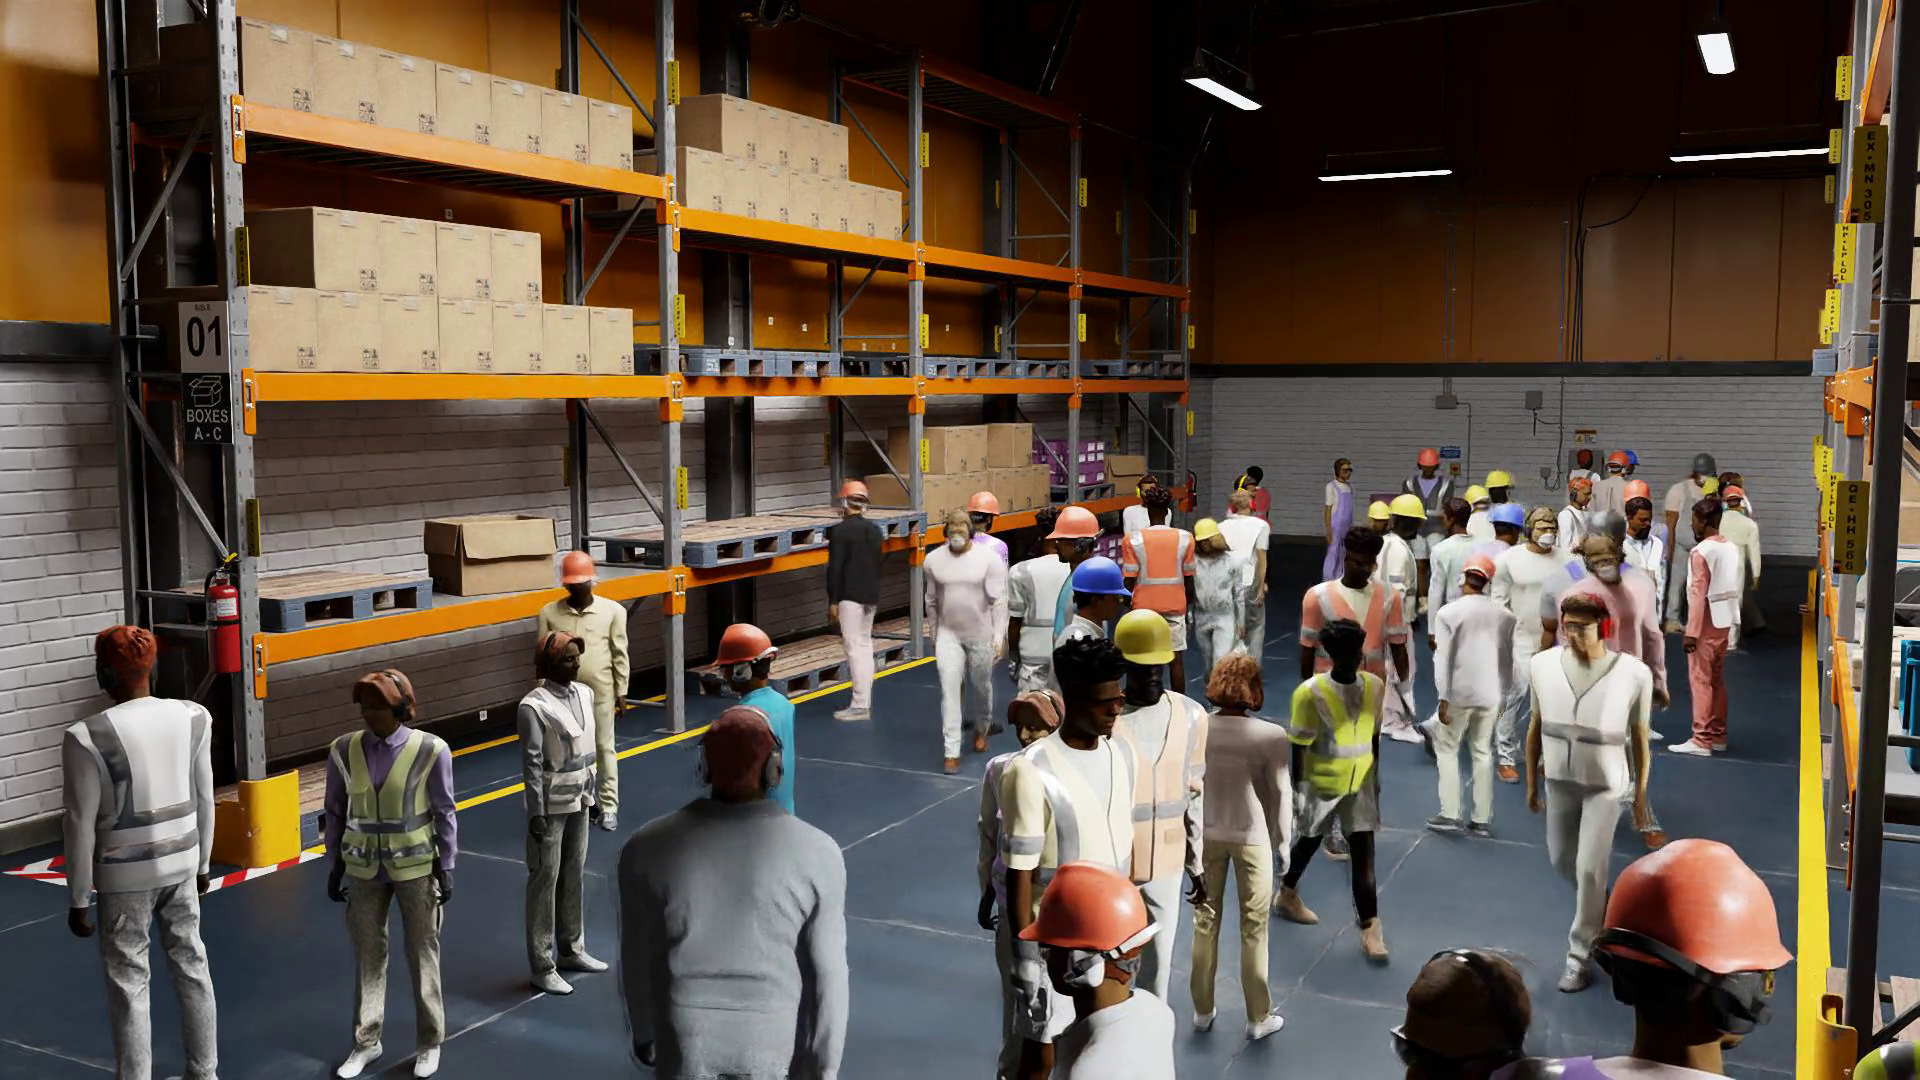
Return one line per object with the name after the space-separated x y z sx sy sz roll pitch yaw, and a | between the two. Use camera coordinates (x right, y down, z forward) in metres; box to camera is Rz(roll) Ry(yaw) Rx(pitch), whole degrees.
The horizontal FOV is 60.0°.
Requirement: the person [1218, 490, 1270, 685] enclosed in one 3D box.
2.554 0.452 15.150 0.606 1.787 0.618 4 7 37 | person

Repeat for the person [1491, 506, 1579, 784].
3.965 0.729 11.468 0.635 1.932 0.363 0 5 2 | person

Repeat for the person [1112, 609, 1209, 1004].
0.675 1.210 6.257 0.590 1.926 0.388 -2 6 -19 | person

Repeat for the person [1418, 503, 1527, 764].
3.767 0.687 11.999 0.783 1.913 0.624 -2 6 -16 | person

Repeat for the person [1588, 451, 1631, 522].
7.679 -0.048 19.505 0.616 1.986 0.407 5 7 43 | person

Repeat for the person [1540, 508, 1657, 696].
3.937 0.777 10.318 0.696 2.000 0.864 5 7 40 | person

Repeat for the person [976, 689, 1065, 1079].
0.300 1.361 6.169 0.523 1.638 0.310 3 6 29 | person

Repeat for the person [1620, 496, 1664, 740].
5.185 0.607 12.876 0.600 1.908 0.396 -3 6 -27 | person

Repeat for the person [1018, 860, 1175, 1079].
0.280 1.548 3.550 0.334 1.749 0.576 2 6 19 | person

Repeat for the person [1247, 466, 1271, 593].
3.877 -0.127 21.871 0.540 1.695 0.318 -5 7 -41 | person

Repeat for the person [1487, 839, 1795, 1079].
1.124 1.489 2.660 0.610 2.040 0.394 3 6 32 | person

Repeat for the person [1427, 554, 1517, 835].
3.163 0.944 10.254 0.585 1.708 0.493 -1 5 -12 | person

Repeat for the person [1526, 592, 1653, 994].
2.945 1.127 7.783 0.563 1.817 0.798 4 7 39 | person

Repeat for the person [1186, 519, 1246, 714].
2.067 0.656 13.517 0.514 1.685 0.915 2 6 17 | person

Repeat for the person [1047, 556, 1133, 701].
0.616 1.044 8.012 0.418 1.937 0.617 0 5 4 | person

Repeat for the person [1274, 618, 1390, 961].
1.839 1.173 8.186 0.580 1.639 0.872 -2 6 -17 | person

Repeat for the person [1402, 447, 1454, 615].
5.553 -0.100 19.824 0.621 2.022 0.445 2 6 23 | person

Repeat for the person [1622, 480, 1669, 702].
5.850 0.444 14.444 0.543 1.939 0.360 2 6 23 | person

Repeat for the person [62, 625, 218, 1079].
-3.028 1.246 6.174 0.354 1.877 0.574 3 6 30 | person

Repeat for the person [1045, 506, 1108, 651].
0.684 0.822 9.815 0.371 2.044 0.608 -1 5 -8 | person

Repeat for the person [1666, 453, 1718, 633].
8.134 0.034 18.315 0.744 2.000 0.541 1 5 12 | person

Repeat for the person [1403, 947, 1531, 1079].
0.981 1.578 2.924 0.785 1.819 0.517 -3 6 -25 | person

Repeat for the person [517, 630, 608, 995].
-1.830 1.225 7.625 0.309 1.641 0.515 2 6 19 | person

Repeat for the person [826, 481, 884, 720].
-0.860 0.502 13.813 0.488 1.956 0.688 4 7 37 | person

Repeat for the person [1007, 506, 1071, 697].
0.608 0.756 11.019 0.602 1.955 0.383 0 5 -4 | person

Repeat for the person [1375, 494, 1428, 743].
3.426 0.598 12.900 0.423 1.920 0.601 1 5 6 | person

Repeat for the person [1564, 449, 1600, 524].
8.556 -0.306 22.806 0.356 1.885 0.574 -3 6 -31 | person

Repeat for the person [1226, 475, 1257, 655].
2.835 0.276 16.730 0.340 1.855 0.526 2 6 23 | person

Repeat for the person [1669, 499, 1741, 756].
5.600 0.649 12.421 0.597 1.908 0.401 -5 7 -45 | person

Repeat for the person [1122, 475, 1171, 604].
1.854 0.286 16.503 0.519 1.874 0.331 0 5 -5 | person

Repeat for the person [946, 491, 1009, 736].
0.153 0.581 13.074 0.548 1.924 0.387 3 6 27 | person

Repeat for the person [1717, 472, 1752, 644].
8.223 0.188 17.767 0.430 1.836 0.634 3 6 31 | person

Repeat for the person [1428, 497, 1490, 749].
3.789 0.633 12.593 0.581 1.911 0.392 -3 6 -26 | person

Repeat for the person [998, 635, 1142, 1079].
0.381 1.273 5.448 0.385 1.958 0.607 5 7 44 | person

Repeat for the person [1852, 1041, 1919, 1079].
2.080 1.589 3.399 0.535 1.700 0.318 1 5 13 | person

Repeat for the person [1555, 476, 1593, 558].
5.876 0.332 15.932 0.354 1.886 0.572 3 6 30 | person

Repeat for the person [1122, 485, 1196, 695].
1.573 0.544 13.219 0.603 1.966 0.372 0 5 -5 | person

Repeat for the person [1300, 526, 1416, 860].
2.336 0.888 9.713 0.607 1.927 0.771 -1 5 -11 | person

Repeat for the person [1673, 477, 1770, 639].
8.331 0.197 18.049 0.941 1.773 0.621 1 5 6 | person

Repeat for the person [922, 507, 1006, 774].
0.049 0.688 12.103 0.638 1.901 1.008 1 5 11 | person

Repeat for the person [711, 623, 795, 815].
-0.896 1.223 7.116 0.348 1.740 0.574 1 5 13 | person

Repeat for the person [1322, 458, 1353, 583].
4.774 -0.113 20.935 0.513 1.844 0.328 -5 7 -42 | person

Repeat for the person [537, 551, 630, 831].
-2.326 0.930 10.262 0.567 1.741 0.353 0 5 -4 | person

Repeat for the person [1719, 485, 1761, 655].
7.834 0.313 16.957 0.441 1.733 0.627 -5 7 -42 | person

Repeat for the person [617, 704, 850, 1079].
-0.624 1.384 4.694 0.658 1.860 0.954 0 5 1 | person

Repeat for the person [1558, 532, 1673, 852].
3.934 0.887 9.982 0.642 1.884 0.838 -3 6 -28 | person

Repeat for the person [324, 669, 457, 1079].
-2.257 1.321 6.607 0.521 1.636 0.311 0 5 2 | person

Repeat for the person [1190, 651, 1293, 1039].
1.160 1.283 7.044 0.500 1.633 0.282 3 6 26 | person
